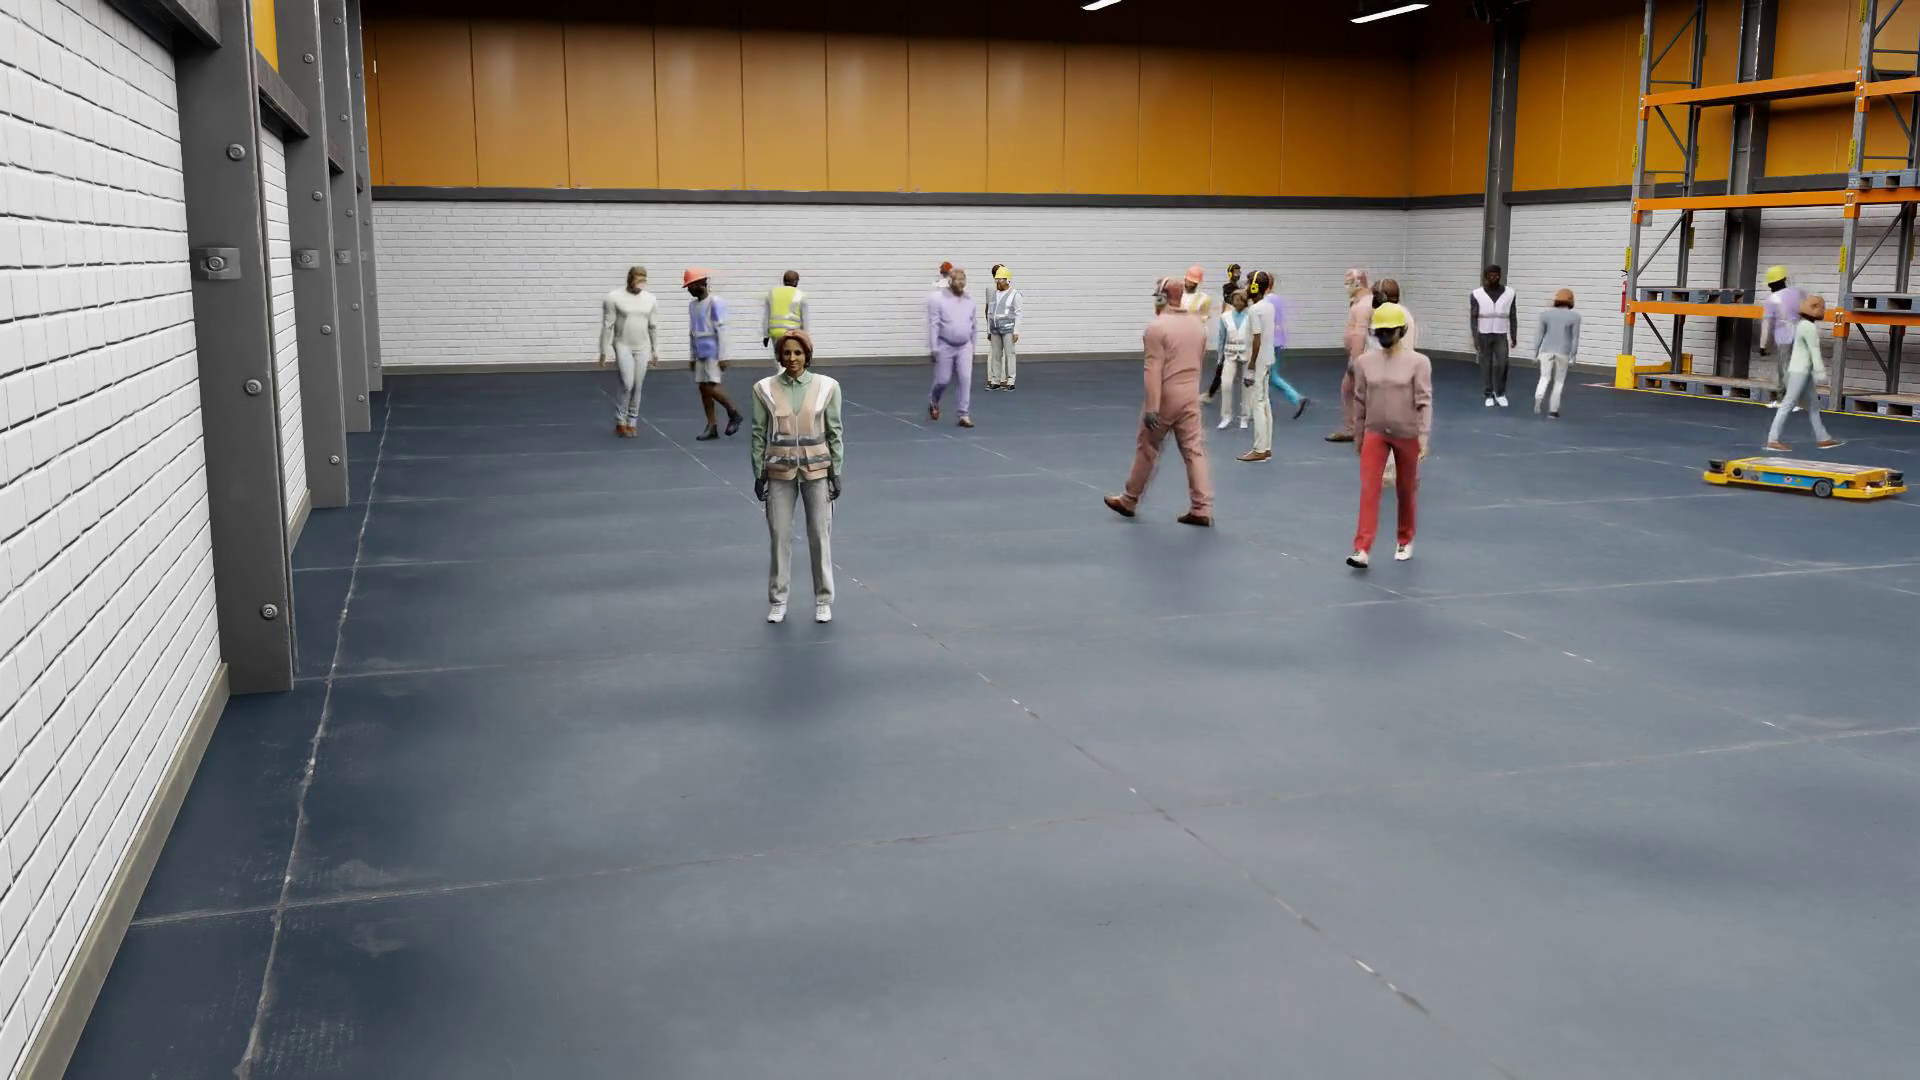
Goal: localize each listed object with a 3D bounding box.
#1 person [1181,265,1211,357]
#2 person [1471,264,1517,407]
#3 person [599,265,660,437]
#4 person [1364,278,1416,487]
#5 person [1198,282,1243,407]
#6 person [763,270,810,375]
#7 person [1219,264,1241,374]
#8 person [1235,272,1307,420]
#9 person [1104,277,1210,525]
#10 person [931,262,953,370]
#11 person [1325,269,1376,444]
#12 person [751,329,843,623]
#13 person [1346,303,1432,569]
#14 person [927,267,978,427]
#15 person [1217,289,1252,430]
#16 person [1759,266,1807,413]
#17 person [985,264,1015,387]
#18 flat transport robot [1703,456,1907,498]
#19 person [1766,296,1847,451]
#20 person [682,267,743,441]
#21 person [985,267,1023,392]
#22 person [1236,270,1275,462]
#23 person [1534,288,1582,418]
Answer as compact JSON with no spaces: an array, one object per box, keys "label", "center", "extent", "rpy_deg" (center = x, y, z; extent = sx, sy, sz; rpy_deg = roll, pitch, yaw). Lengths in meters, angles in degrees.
[{"label":"person","center":[2.919,-2.538,21.112],"extent":[0.547,1.898,0.818],"rpy_deg":[4,11,22]},{"label":"person","center":[7.088,-2.711,22.103],"extent":[0.623,1.890,0.516],"rpy_deg":[2,10,9]},{"label":"person","center":[-3.618,-2.078,18.407],"extent":[0.669,1.908,0.524],"rpy_deg":[-6,12,-32]},{"label":"person","center":[3.712,-1.353,14.444],"extent":[0.444,1.823,0.642],"rpy_deg":[8,13,40]},{"label":"person","center":[3.553,-2.576,22.011],"extent":[0.898,1.639,0.554],"rpy_deg":[6,11,30]},{"label":"person","center":[-2.334,-2.783,22.811],"extent":[0.635,1.797,0.828],"rpy_deg":[4,11,24]},{"label":"person","center":[4.566,-3.711,28.024],"extent":[0.366,1.859,0.513],"rpy_deg":[9,13,41]},{"label":"person","center":[3.807,-2.341,20.210],"extent":[0.758,1.817,0.578],"rpy_deg":[5,11,25]},{"label":"person","center":[1.548,-1.054,12.613],"extent":[0.672,1.852,0.977],"rpy_deg":[-8,13,-39]},{"label":"person","center":[-0.229,-3.896,28.998],"extent":[0.572,1.883,0.356],"rpy_deg":[-3,10,-15]},{"label":"person","center":[4.179,-1.920,17.613],"extent":[0.782,1.864,0.683],"rpy_deg":[3,10,15]},{"label":"person","center":[-0.896,-0.347,9.183],"extent":[0.508,1.629,0.316],"rpy_deg":[-1,10,-3]},{"label":"person","center":[2.790,-0.674,10.807],"extent":[0.540,1.716,0.903],"rpy_deg":[5,11,29]},{"label":"person","center":[-0.100,-2.287,19.680],"extent":[0.653,1.881,0.723],"rpy_deg":[-4,10,-21]},{"label":"person","center":[3.220,-2.072,19.189],"extent":[0.539,1.610,0.664],"rpy_deg":[4,11,24]},{"label":"person","center":[10.583,-2.576,21.396],"extent":[0.672,1.866,0.721],"rpy_deg":[-3,10,-18]},{"label":"person","center":[0.599,-3.258,25.325],"extent":[0.328,1.876,0.515],"rpy_deg":[-9,13,-41]},{"label":"flat transport robot","center":[7.249,-0.552,14.297],"extent":[0.652,0.197,1.431],"rpy_deg":[-7,12,-37]},{"label":"person","center":[8.760,-1.694,17.086],"extent":[0.825,1.597,0.520],"rpy_deg":[4,10,20]},{"label":"person","center":[-2.731,-2.029,18.180],"extent":[0.571,1.896,0.547],"rpy_deg":[10,14,44]},{"label":"person","center":[0.630,-3.101,24.538],"extent":[0.586,1.833,0.403],"rpy_deg":[7,12,37]},{"label":"person","center":[2.924,-1.688,16.302],"extent":[0.376,1.882,0.546],"rpy_deg":[5,11,28]},{"label":"person","center":[7.333,-2.296,20.498],"extent":[0.547,1.608,0.537],"rpy_deg":[7,12,34]}]
